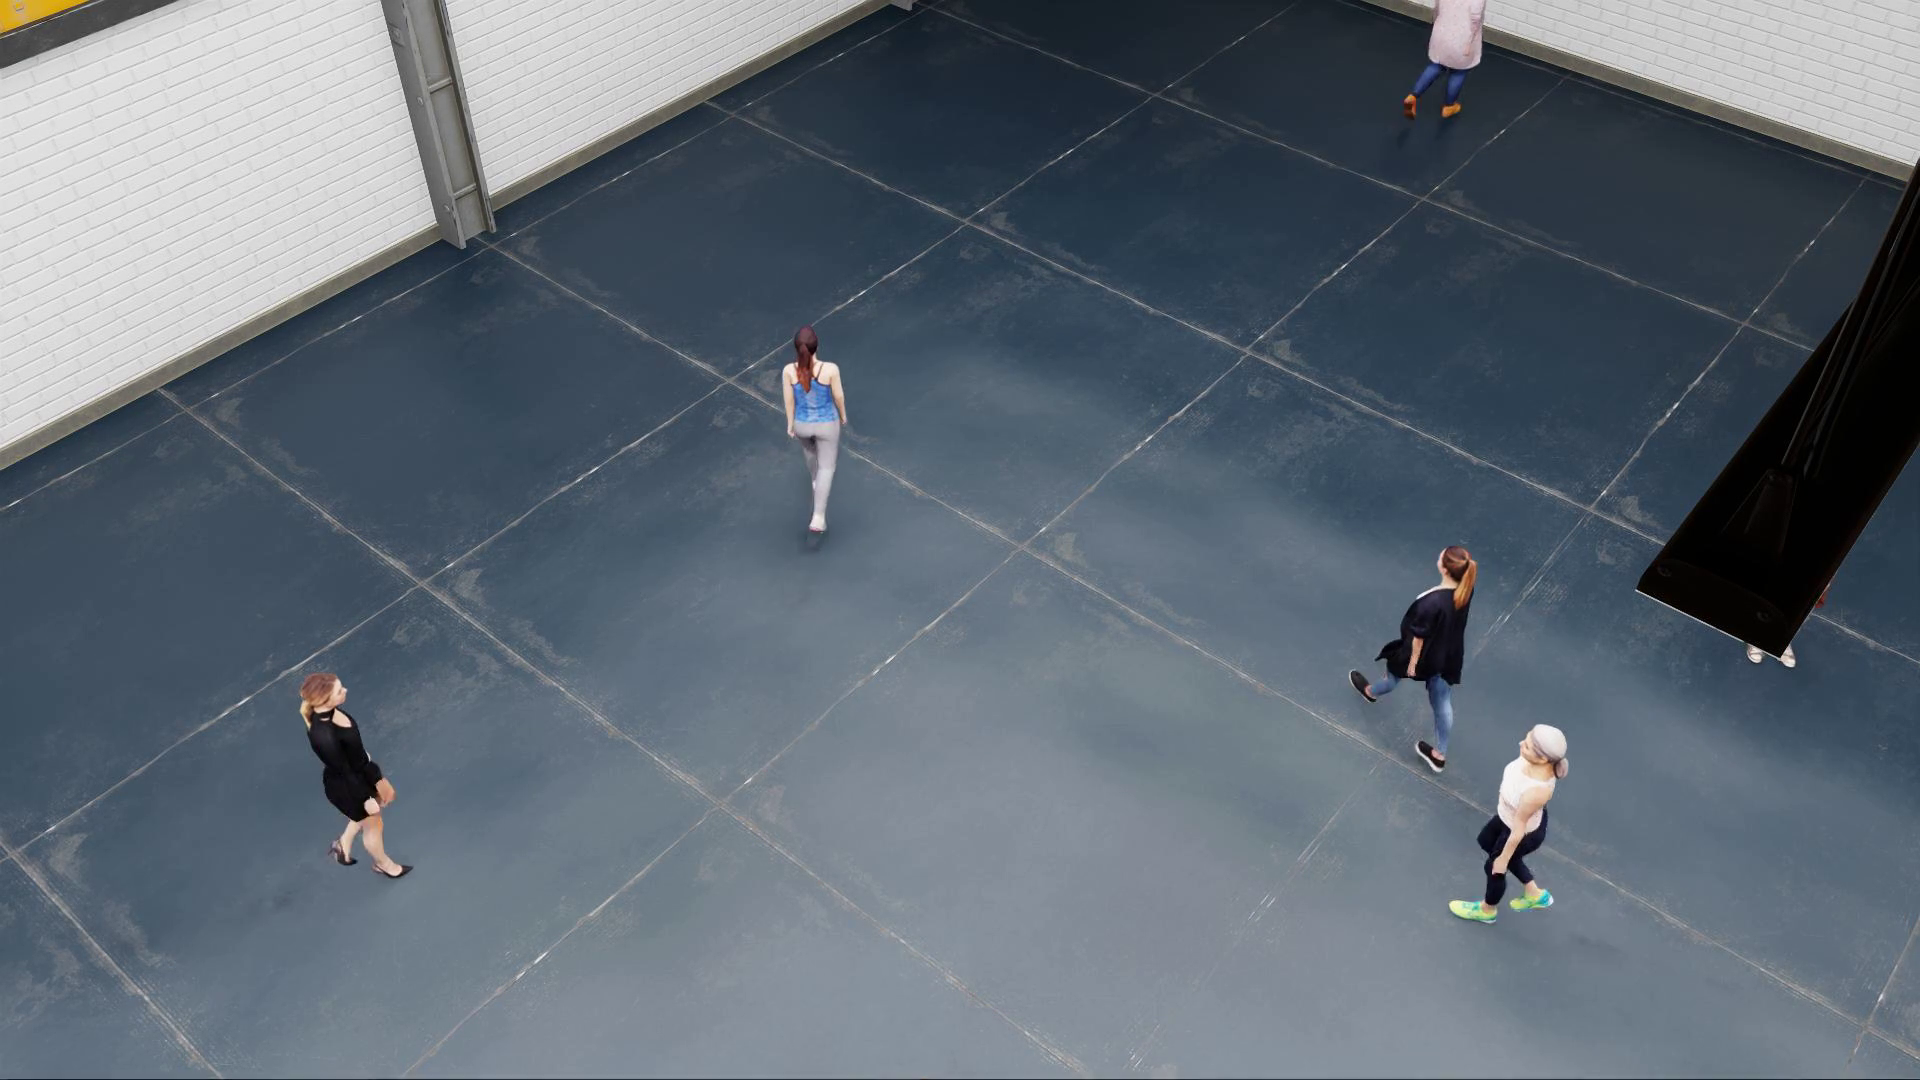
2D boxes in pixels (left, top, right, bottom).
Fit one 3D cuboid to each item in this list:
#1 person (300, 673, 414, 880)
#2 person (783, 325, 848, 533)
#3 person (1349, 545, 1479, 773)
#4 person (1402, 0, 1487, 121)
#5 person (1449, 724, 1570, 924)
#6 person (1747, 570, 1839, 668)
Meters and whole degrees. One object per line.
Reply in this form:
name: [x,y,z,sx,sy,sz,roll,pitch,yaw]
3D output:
person: [-3.457,1.385,9.277,0.833,1.752,0.747,-15,46,-15]
person: [-1.011,-0.763,11.654,0.928,1.582,1.106,5,44,5]
person: [2.903,0.745,10.032,1.124,1.636,0.966,-21,47,-20]
person: [4.617,-4.741,15.728,1.040,1.724,0.804,-28,50,-26]
person: [3.138,1.610,9.088,0.819,1.686,0.801,14,45,14]
person: [5.449,0.279,10.759,0.539,1.307,0.567,9,44,9]
